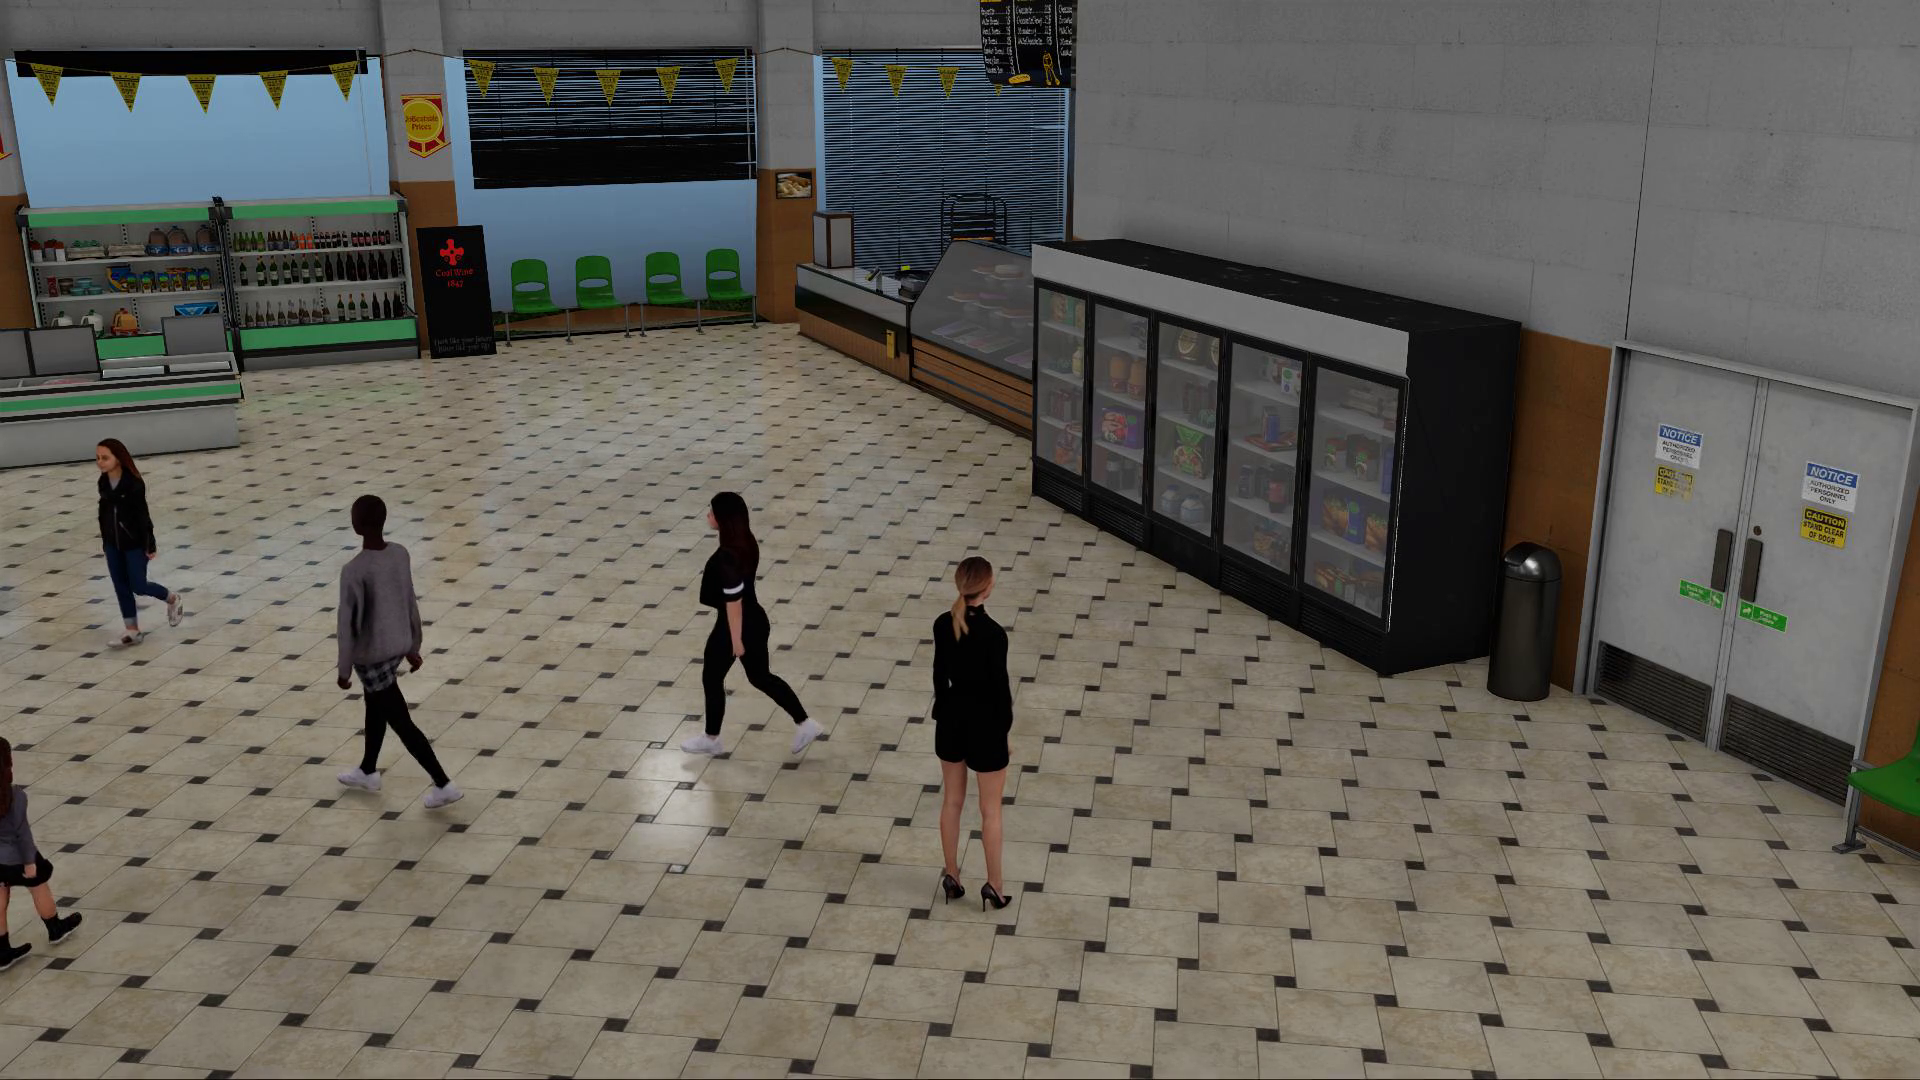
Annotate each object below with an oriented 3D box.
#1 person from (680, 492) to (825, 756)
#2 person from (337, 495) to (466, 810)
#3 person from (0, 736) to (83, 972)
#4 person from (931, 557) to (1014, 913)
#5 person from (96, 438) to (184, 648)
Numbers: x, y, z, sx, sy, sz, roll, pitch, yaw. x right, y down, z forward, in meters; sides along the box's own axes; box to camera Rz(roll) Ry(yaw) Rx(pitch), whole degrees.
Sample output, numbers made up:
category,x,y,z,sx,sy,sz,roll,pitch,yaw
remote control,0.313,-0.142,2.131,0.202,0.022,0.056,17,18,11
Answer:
category,x,y,z,sx,sy,sz,roll,pitch,yaw
person,-1.189,0.517,9.550,1.158,1.607,1.020,4,17,12
person,-3.024,0.641,8.913,1.162,1.739,1.138,7,18,23
person,-4.327,1.419,7.468,0.689,1.091,0.738,4,17,14
person,0.057,0.926,7.927,0.657,1.768,0.687,10,19,29
person,-5.699,-0.001,11.496,0.831,1.468,0.899,7,18,22
